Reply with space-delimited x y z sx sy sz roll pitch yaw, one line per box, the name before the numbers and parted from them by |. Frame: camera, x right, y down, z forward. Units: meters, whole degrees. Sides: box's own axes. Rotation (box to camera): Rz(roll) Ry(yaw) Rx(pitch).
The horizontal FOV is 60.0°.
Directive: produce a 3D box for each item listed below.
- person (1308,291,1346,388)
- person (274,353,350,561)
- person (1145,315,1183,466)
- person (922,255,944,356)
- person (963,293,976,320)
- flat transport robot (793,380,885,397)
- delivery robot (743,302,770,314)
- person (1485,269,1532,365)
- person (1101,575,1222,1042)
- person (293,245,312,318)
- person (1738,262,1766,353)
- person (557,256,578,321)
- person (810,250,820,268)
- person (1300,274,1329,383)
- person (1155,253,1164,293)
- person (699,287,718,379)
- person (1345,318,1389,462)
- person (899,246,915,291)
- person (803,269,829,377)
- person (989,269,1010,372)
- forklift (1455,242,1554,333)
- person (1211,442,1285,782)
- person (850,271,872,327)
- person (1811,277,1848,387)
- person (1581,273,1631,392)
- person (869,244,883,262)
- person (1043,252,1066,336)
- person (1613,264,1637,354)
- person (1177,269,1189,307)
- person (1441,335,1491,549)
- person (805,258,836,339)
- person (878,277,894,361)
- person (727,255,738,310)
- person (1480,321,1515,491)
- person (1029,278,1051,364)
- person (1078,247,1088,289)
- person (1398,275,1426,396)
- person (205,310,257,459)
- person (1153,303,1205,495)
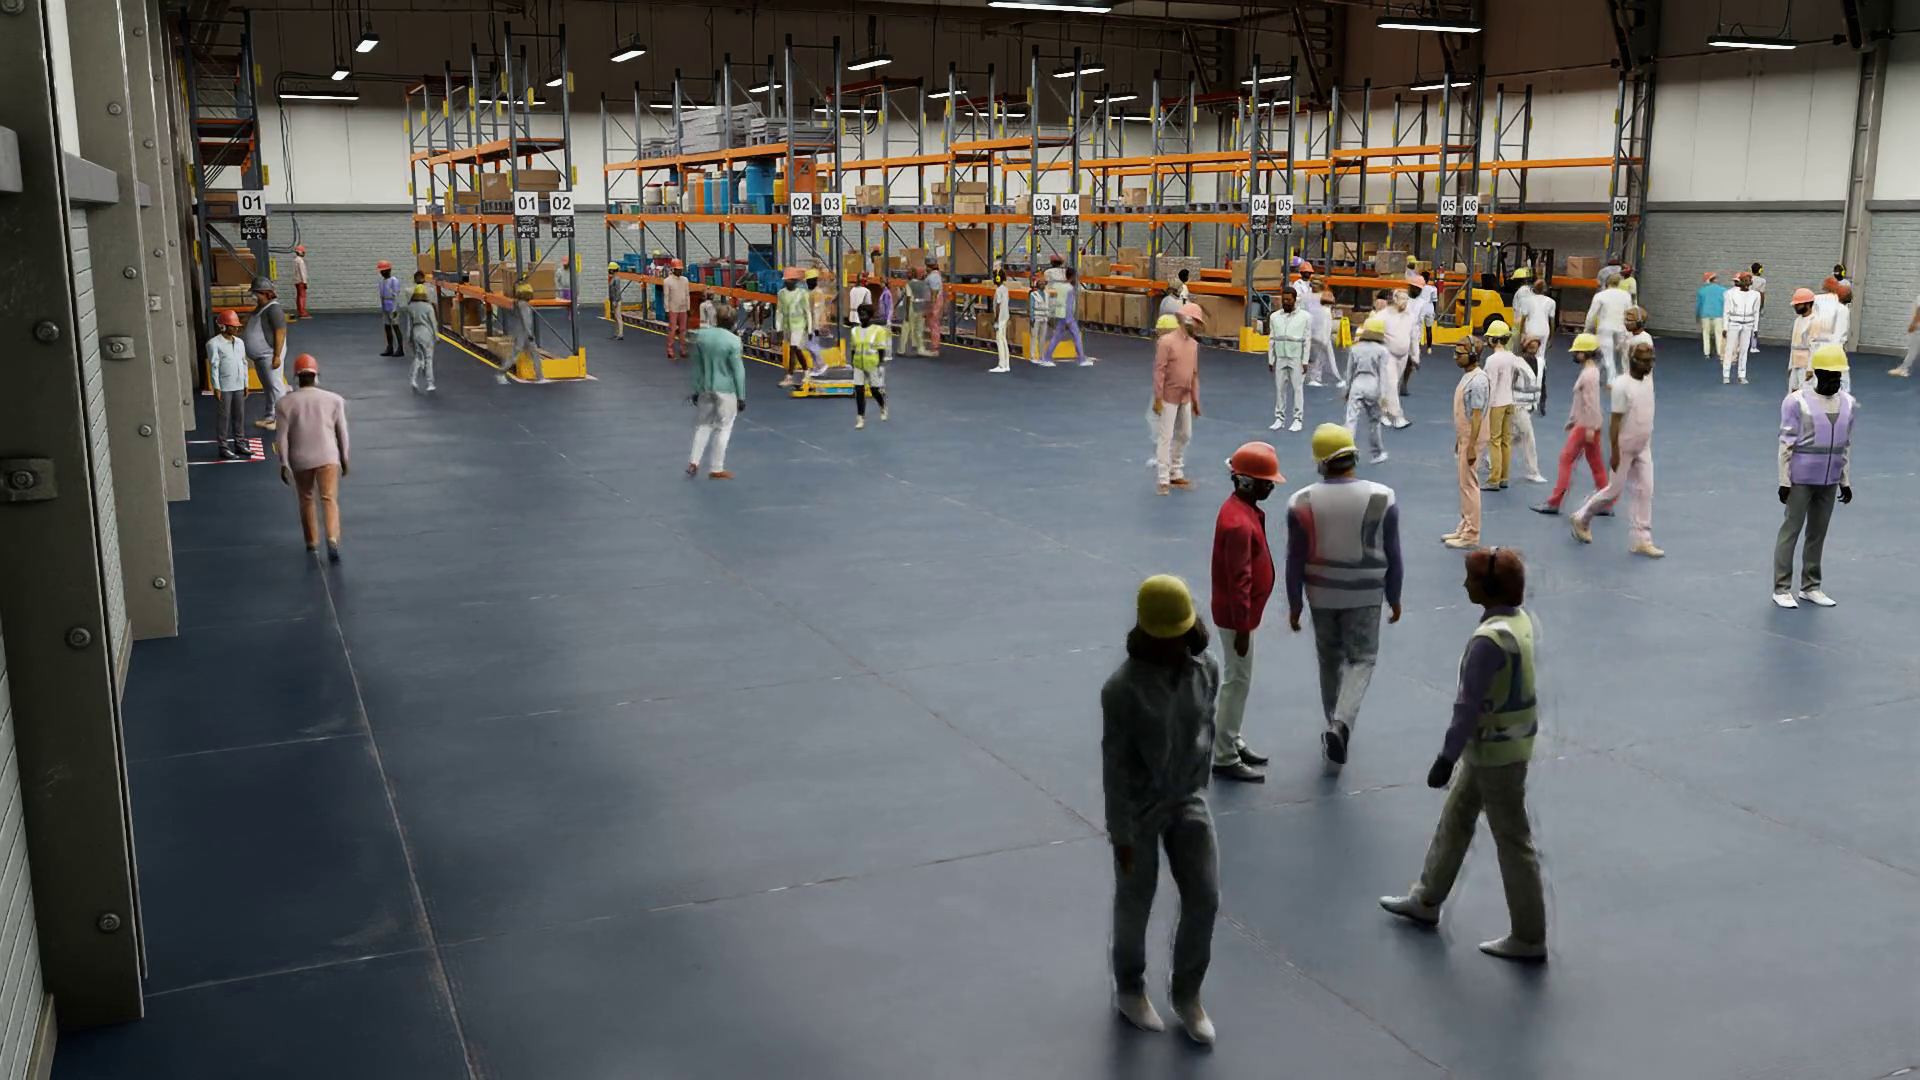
person | 6.127 -3.324 27.584 0.701 1.594 0.523 1 11 7
person | -5.392 -0.695 13.885 0.571 1.722 0.815 -5 12 -23
person | 2.341 -1.695 18.951 0.530 1.728 0.484 9 14 38
person | -0.603 -4.738 33.608 0.536 2.000 0.676 1 11 4
person | 0.274 -6.771 44.966 0.513 1.641 0.307 -9 14 -37
flat transport robot | -1.907 -2.400 26.240 1.431 0.197 0.652 -1 11 -4
delivery robot | -5.592 -6.410 45.659 0.707 0.478 0.477 0 11 -2
person | 10.176 -3.983 30.226 1.033 1.869 0.606 7 13 31
person | 0.668 0.918 5.707 0.503 1.698 0.540 -5 12 -25
person | -18.053 -7.067 45.595 0.401 1.989 0.618 -8 14 -36
person | 16.425 -4.816 34.482 0.330 1.861 0.503 -9 14 -39
person | -10.525 -6.756 44.641 0.570 1.738 0.486 0 11 1
person | -4.465 -8.153 51.726 0.349 1.743 0.563 2 11 12
person | 6.002 -3.580 28.228 0.517 1.842 0.326 1 11 7
person | 5.541 -7.094 46.312 0.338 1.757 0.518 1 11 5
person | -4.241 -3.448 28.077 0.307 1.641 0.511 -6 13 -28
person | 4.625 -1.683 18.984 0.515 1.684 0.922 8 13 34
person | -1.288 -6.839 44.451 0.624 1.978 1.075 -4 12 -20
person | -2.561 -3.802 29.206 0.439 1.901 0.615 0 11 1
person | 0.723 -3.980 30.233 0.328 1.861 0.503 3 12 15
forklift | 13.047 -6.049 39.881 2.313 2.155 1.214 -5 12 -23
person | 1.452 0.359 8.472 0.349 1.740 0.578 2 11 10
person | -1.752 -3.850 29.593 0.377 1.844 0.570 -9 14 -37
person | 13.952 -3.311 26.844 0.597 1.838 0.948 6 13 27
person | 10.528 -3.386 27.133 0.647 1.886 1.017 -3 12 -15
person | -2.345 -7.321 46.809 0.617 2.016 0.826 -10 15 -43
person | 2.074 -5.186 35.903 0.627 2.030 0.536 -5 12 -24
person | 13.634 -4.727 34.045 0.396 1.847 0.565 -1 11 -3
person | 4.719 -4.929 35.485 0.320 1.687 0.537 -2 11 -8
person | 4.383 -0.842 14.336 0.337 1.838 0.510 2 11 9
person | -3.309 -5.554 38.230 0.634 1.863 1.011 -11 15 -44
person | -1.451 -4.318 32.488 0.306 1.643 0.521 -1 11 -6
person | -6.802 -7.664 49.544 0.280 1.625 0.493 8 14 37
person | 5.566 -1.390 17.292 0.322 1.769 0.523 10 15 42
person | 1.532 -4.201 31.905 0.513 1.640 0.309 -10 15 -41
person | 3.610 -7.775 49.463 0.359 1.880 0.575 -7 13 -33
person | 7.053 -3.235 26.312 0.587 1.908 0.578 -1 11 -7
person | -8.583 -1.832 19.601 0.349 1.744 0.564 4 12 19
person | 2.213 -1.455 17.170 0.427 1.953 0.737 10 15 43
